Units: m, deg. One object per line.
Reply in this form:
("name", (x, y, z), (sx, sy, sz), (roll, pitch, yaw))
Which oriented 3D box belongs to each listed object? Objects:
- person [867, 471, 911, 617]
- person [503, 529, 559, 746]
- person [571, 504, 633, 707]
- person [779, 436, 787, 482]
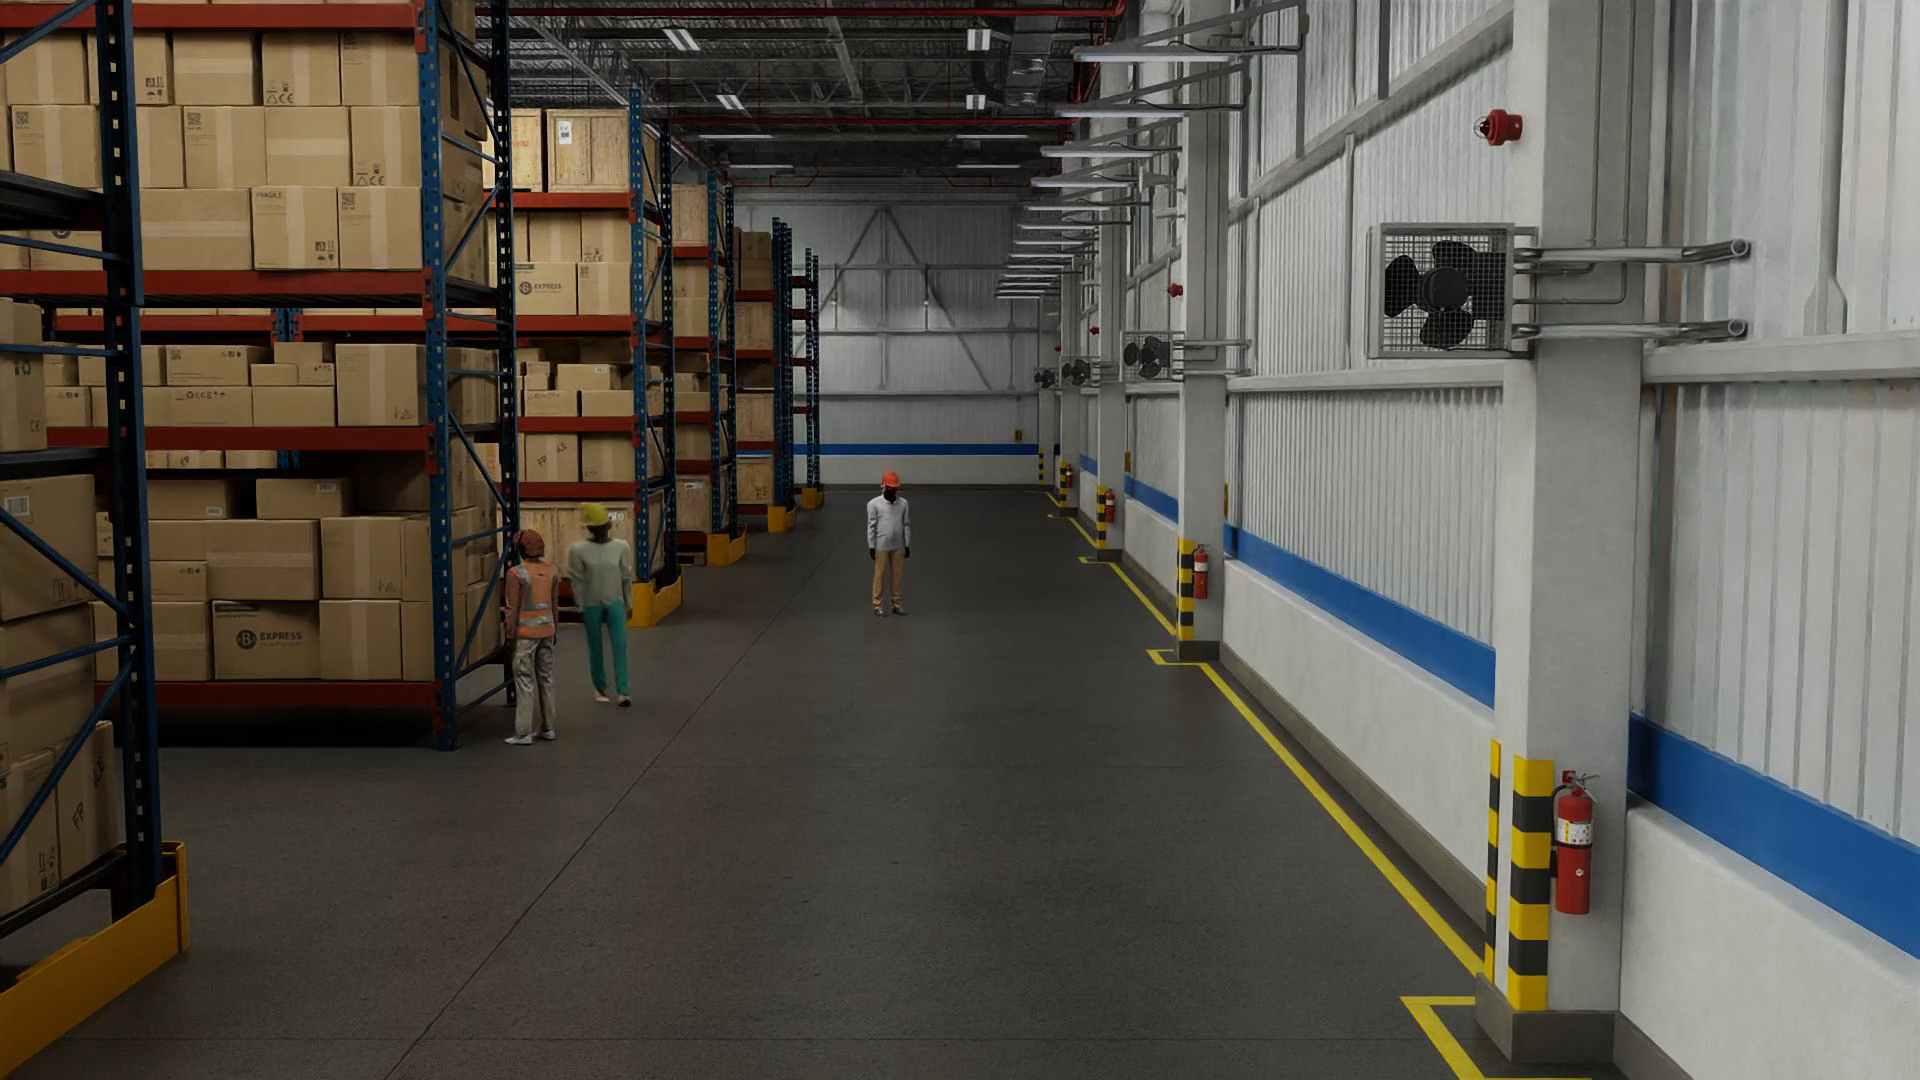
("person", (-0.839, 0.050, 19.874), (0.567, 1.744, 0.351), (-3, 6, -30))
("person", (-3.233, 0.732, 12.585), (0.314, 1.632, 0.525), (3, 6, 30))
("person", (-2.993, 0.565, 13.983), (0.525, 1.717, 0.881), (-2, 5, -18))
("person", (-4.518, -1.869, 42.301), (0.369, 1.726, 0.498), (3, 6, 33))
